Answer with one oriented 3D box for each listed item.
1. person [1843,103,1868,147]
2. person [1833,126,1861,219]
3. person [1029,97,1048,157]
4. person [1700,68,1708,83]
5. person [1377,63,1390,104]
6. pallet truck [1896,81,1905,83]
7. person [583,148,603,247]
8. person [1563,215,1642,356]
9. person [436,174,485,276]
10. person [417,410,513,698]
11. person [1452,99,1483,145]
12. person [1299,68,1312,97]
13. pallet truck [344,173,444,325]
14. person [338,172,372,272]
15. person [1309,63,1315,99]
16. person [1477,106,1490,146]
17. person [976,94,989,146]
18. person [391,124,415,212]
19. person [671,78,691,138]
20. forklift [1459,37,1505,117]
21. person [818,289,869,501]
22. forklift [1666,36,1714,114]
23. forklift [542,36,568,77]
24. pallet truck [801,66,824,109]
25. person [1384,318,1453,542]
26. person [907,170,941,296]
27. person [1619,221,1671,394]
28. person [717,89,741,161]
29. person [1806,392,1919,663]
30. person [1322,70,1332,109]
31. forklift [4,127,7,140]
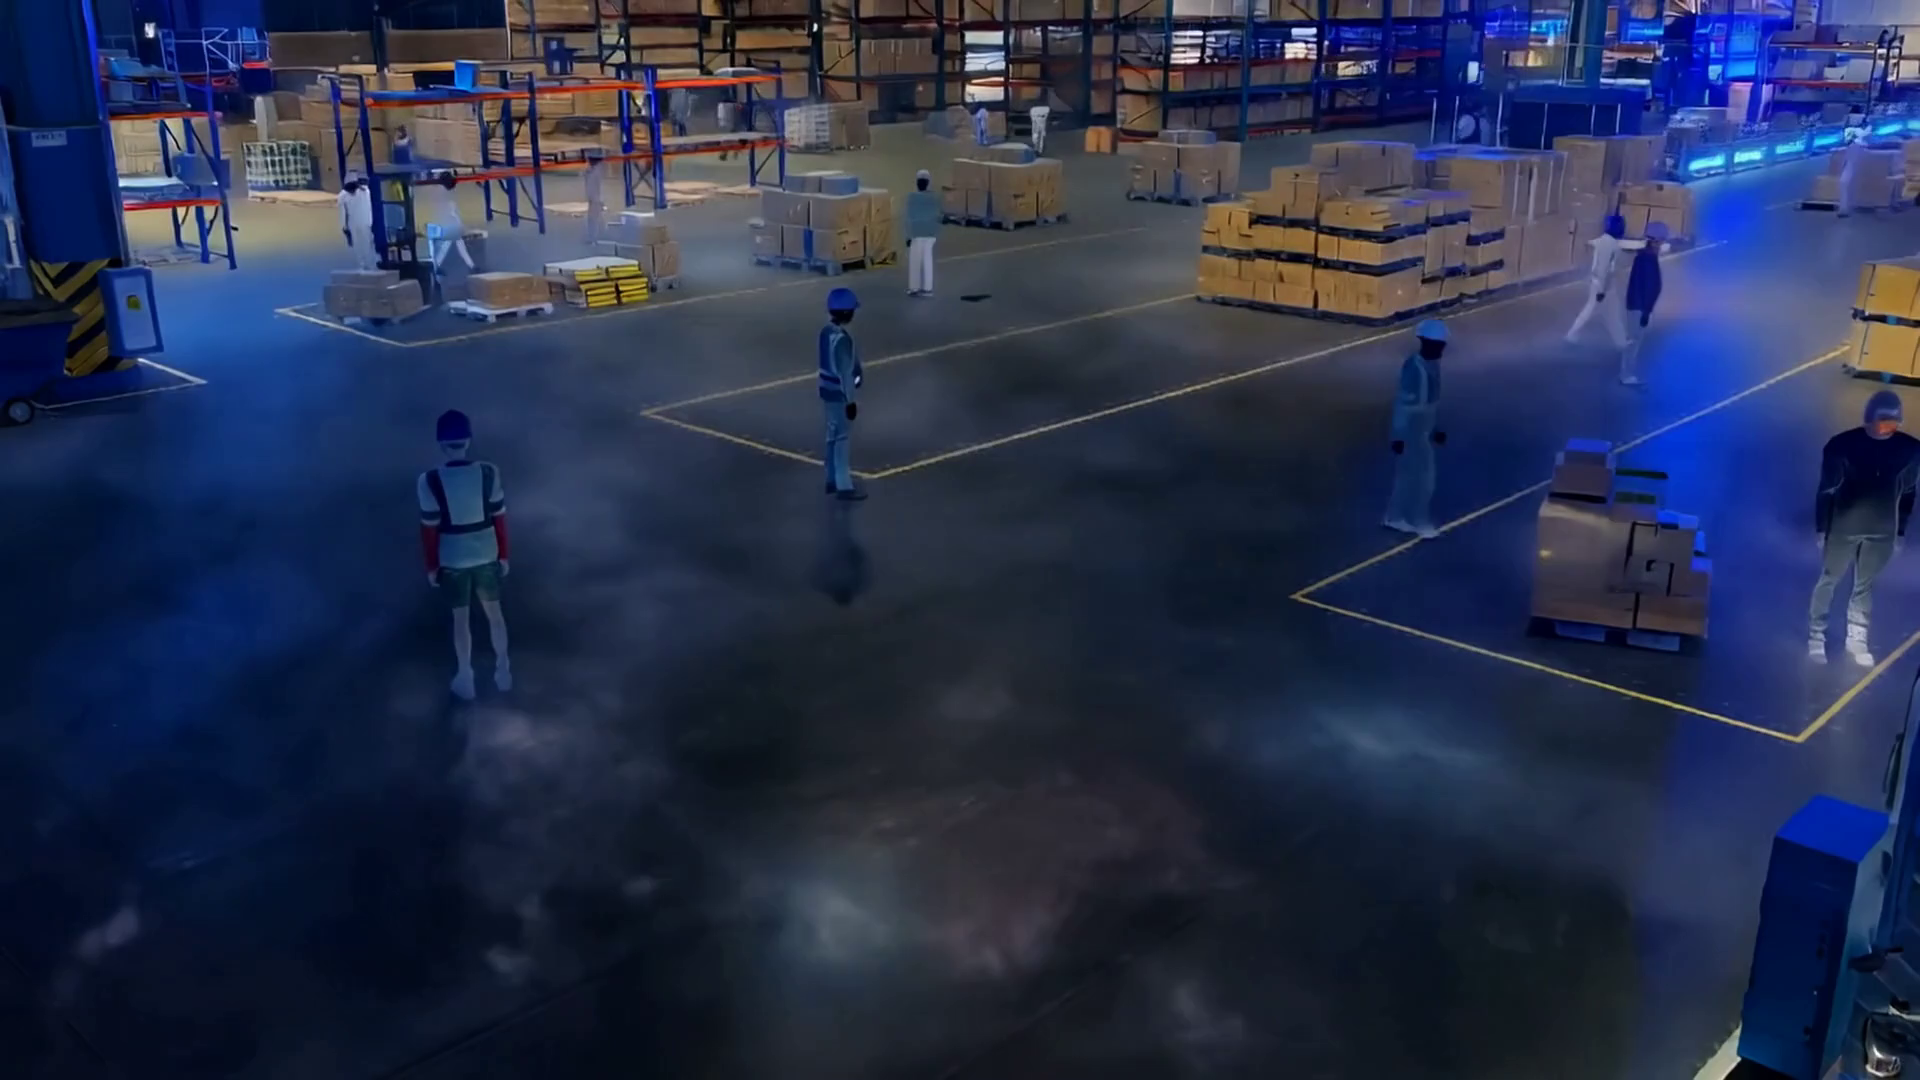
[{"bbox_3d":[23.513,-10.618,43.688,0.548,1.646,0.886,17,25,42],"label":"person"},{"bbox_3d":[18.083,-7.501,33.978,0.493,1.856,0.552,17,25,41],"label":"person"},{"bbox_3d":[2.164,-11.439,46.167,0.556,1.646,0.894,2,18,6],"label":"person"},{"bbox_3d":[28.526,-17.358,64.045,0.378,1.616,0.521,-10,21,-27],"label":"person"},{"bbox_3d":[15.644,-16.660,61.496,0.493,1.909,0.736,3,19,10],"label":"person"},{"bbox_3d":[34.802,-16.331,61.455,0.653,1.274,1.630,17,25,41],"label":"pallet truck"},{"bbox_3d":[-6.679,-6.254,30.378,0.326,1.760,0.524,4,19,11],"label":"person"},{"bbox_3d":[8.294,-3.267,21.328,0.959,1.803,0.630,5,19,14],"label":"person"},{"bbox_3d":[-8.310,-5.171,27.285,0.896,1.642,0.540,-11,21,-29],"label":"person"},{"bbox_3d":[-3.254,0.095,10.965,0.543,1.939,0.371,-9,20,-25],"label":"person"},{"bbox_3d":[12.109,-9.596,40.006,0.678,2.000,0.881,-16,24,-40],"label":"person"},{"bbox_3d":[13.304,-17.487,64.043,0.694,1.874,0.444,-9,20,-25],"label":"person"},{"bbox_3d":[-8.209,-4.181,23.757,0.823,1.965,1.885,3,19,9],"label":"pallet truck"},{"bbox_3d":[-9.881,-5.179,27.247,0.489,1.678,0.913,-5,19,-15],"label":"person"},{"bbox_3d":[14.485,-18.970,68.462,0.644,1.904,0.400,-10,21,-26],"label":"person"},{"bbox_3d":[12.738,-9.777,40.959,0.601,1.786,0.949,-2,18,-7],"label":"person"},{"bbox_3d":[0.569,-10.546,43.028,0.355,1.938,0.545,-2,18,-6],"label":"person"},{"bbox_3d":[-11.694,-7.804,34.950,0.508,1.829,0.562,0,18,0],"label":"person"},{"bbox_3d":[-8.508,-13.112,50.749,0.611,1.944,0.795,-5,19,-15],"label":"person"},{"bbox_3d":[19.580,-17.102,61.306,1.873,2.768,1.129,17,25,41],"label":"forklift"},{"bbox_3d":[-1.093,-1.328,15.238,0.384,1.949,0.605,-7,20,-21],"label":"person"},{"bbox_3d":[27.341,-17.291,61.877,1.129,2.768,1.873,17,25,41],"label":"forklift"},{"bbox_3d":[-14.956,-17.205,61.619,1.873,2.768,1.129,10,21,29],"label":"forklift"},{"bbox_3d":[-4.812,-15.182,56.903,0.823,1.965,1.885,-9,21,-26],"label":"pallet truck"},{"bbox_3d":[4.001,-0.935,14.117,0.751,1.900,0.622,11,22,31],"label":"person"},{"bbox_3d":[-0.547,-4.708,25.525,0.629,1.879,0.540,-12,22,-32],"label":"person"},{"bbox_3d":[7.953,-2.706,19.335,0.394,1.985,0.611,6,19,17],"label":"person"},{"bbox_3d":[-6.351,-11.293,45.305,0.722,1.922,0.555,14,23,36],"label":"person"},{"bbox_3d":[6.241,-0.086,11.513,0.638,1.937,0.356,3,19,8],"label":"person"},{"bbox_3d":[13.507,-16.338,60.881,0.535,1.679,0.354,15,24,38],"label":"person"},{"bbox_3d":[-29.475,-13.794,51.341,1.129,2.768,1.873,17,25,41],"label":"forklift"}]
